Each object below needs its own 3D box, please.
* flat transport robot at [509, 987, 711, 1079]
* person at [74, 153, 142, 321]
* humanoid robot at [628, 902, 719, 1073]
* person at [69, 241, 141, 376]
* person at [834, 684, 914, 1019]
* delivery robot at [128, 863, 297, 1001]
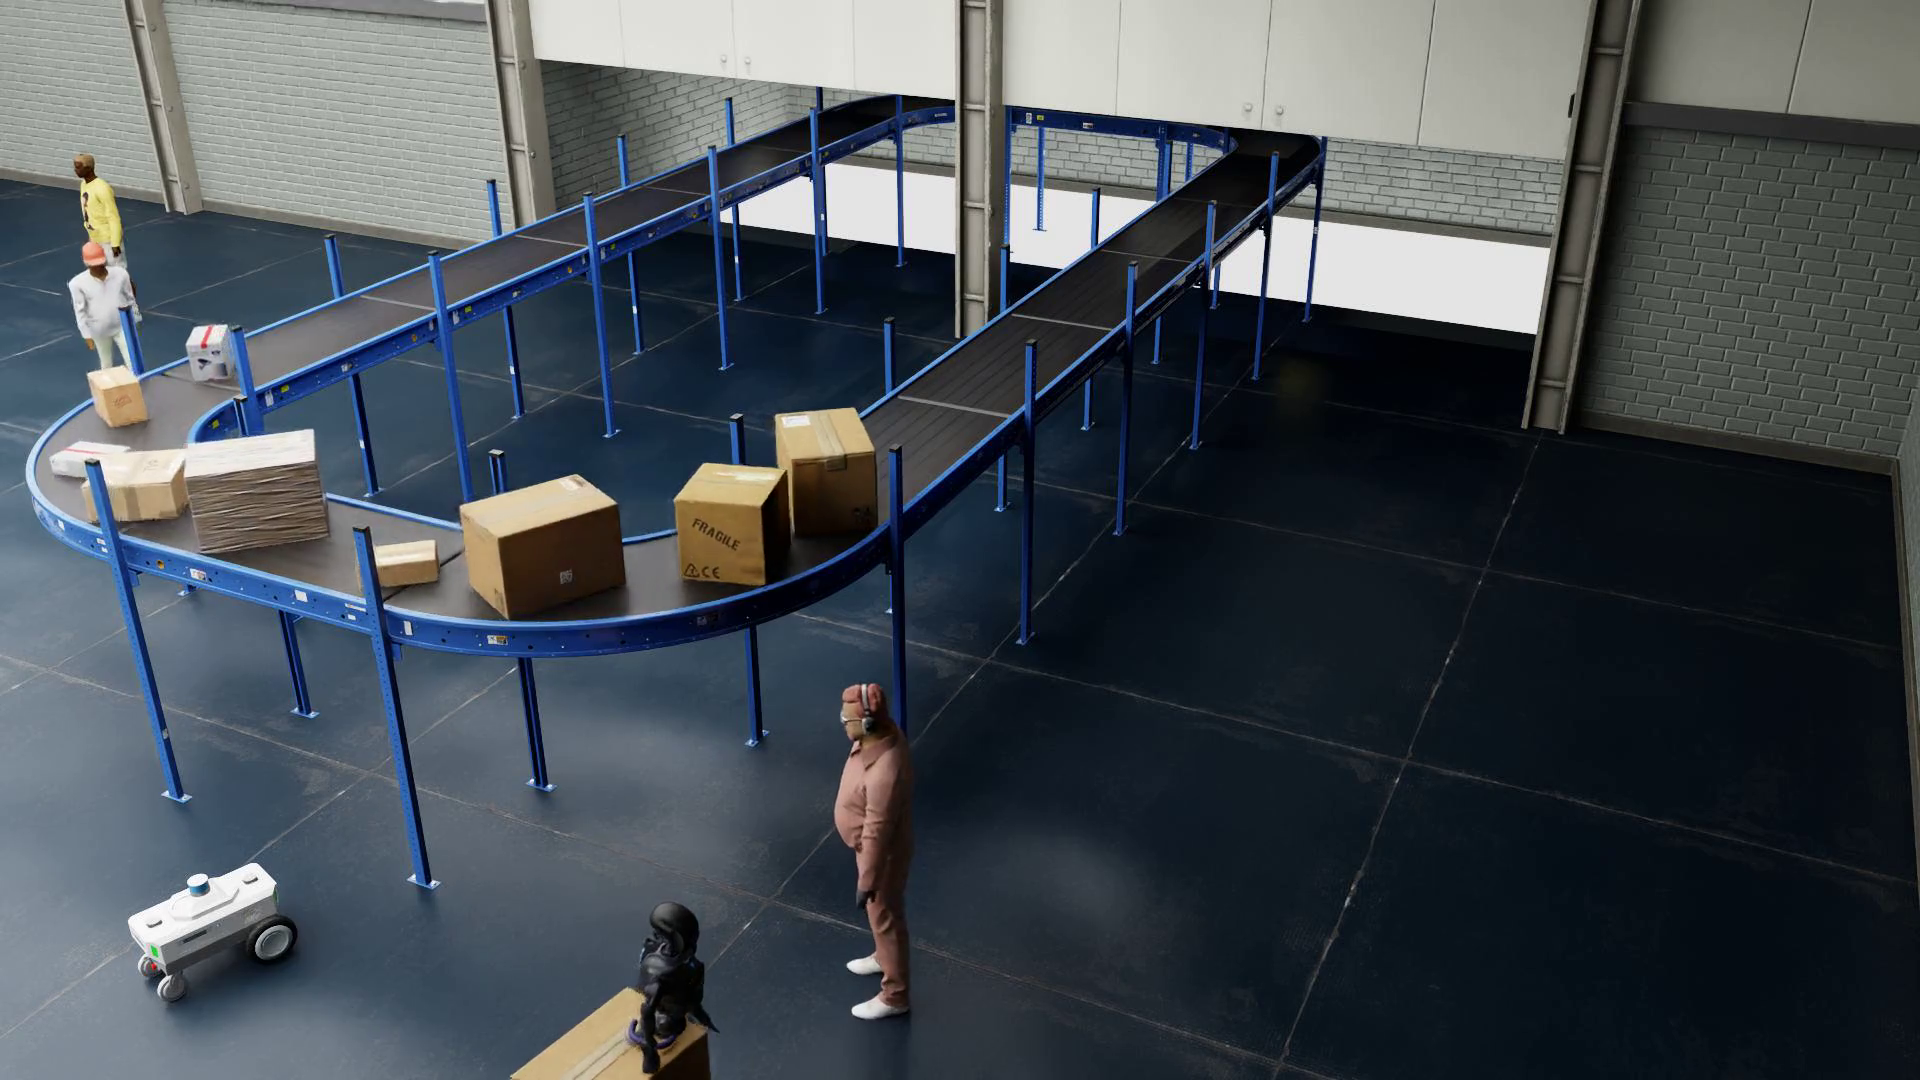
[{"bbox_3d":[-1.386,3.067,7.295,1.431,0.231,0.659,-20,33,-35],"label":"flat transport robot"},{"bbox_3d":[-9.408,-3.309,18.310,0.557,1.898,0.362,19,32,34],"label":"person"},{"bbox_3d":[-1.320,2.234,7.409,0.471,1.632,0.611,6,27,12],"label":"humanoid robot"},{"bbox_3d":[-8.153,-2.045,15.987,0.576,1.691,0.908,-19,32,-34],"label":"person"},{"bbox_3d":[-0.436,1.572,8.488,0.398,1.896,0.655,-3,27,-7],"label":"person"},{"bbox_3d":[-4.036,2.074,8.997,0.803,0.614,0.499,-24,35,-39],"label":"delivery robot"}]
